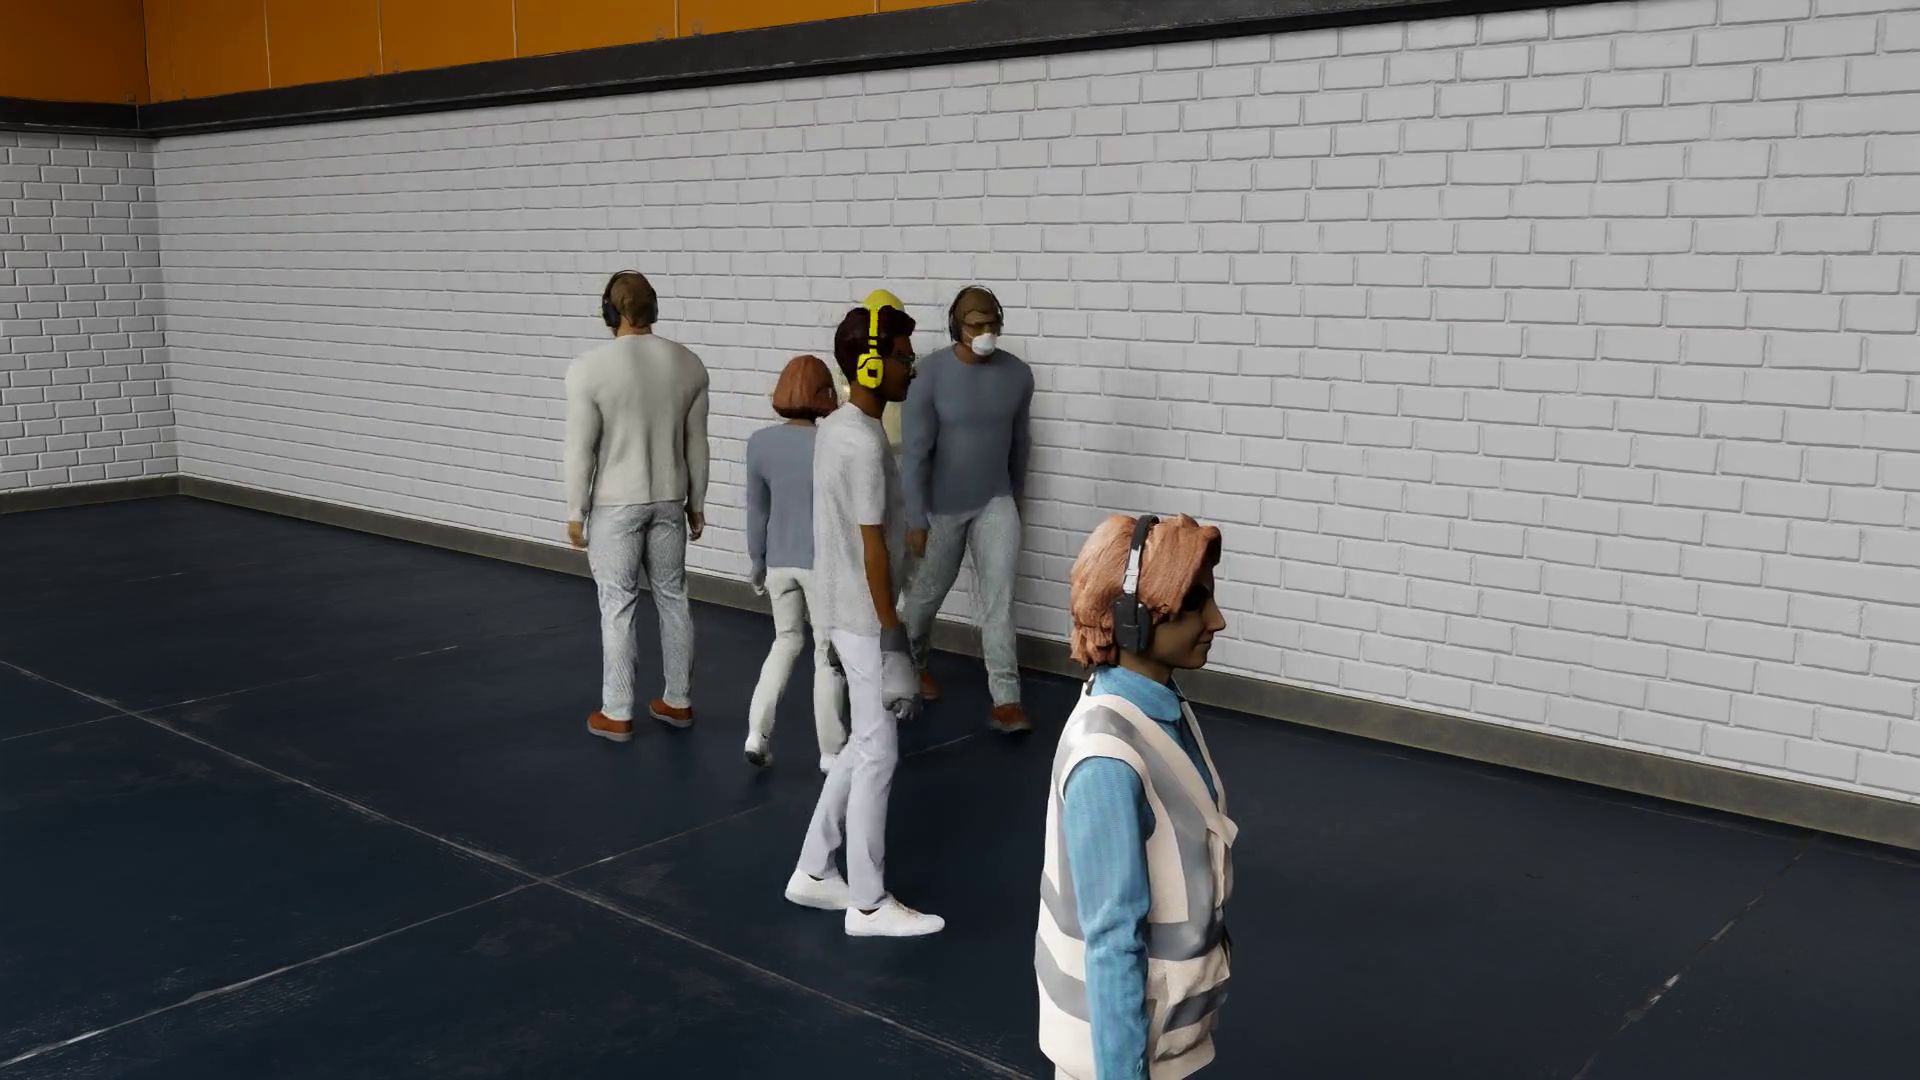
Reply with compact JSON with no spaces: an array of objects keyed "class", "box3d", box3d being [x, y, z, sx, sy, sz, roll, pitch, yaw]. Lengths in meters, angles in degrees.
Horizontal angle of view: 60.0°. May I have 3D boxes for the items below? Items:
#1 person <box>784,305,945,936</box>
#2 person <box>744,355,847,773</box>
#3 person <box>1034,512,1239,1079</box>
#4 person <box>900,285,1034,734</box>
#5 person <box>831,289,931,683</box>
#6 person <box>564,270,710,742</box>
[{"class":"person","box3d":[-0.270,0.250,4.894,0.423,1.861,0.558,-2,10,-13]},{"class":"person","box3d":[-0.582,0.110,6.338,0.520,1.631,0.429,6,12,30]},{"class":"person","box3d":[0.263,0.768,2.549,0.306,1.640,0.522,2,10,11]},{"class":"person","box3d":[0.011,-0.159,7.152,0.641,1.891,1.033,-5,11,-24]},{"class":"person","box3d":[-0.345,-0.230,7.670,0.590,1.837,0.404,-4,11,-22]},{"class":"person","box3d":[-1.328,-0.142,6.900,0.632,1.933,0.375,-8,13,-39]}]
